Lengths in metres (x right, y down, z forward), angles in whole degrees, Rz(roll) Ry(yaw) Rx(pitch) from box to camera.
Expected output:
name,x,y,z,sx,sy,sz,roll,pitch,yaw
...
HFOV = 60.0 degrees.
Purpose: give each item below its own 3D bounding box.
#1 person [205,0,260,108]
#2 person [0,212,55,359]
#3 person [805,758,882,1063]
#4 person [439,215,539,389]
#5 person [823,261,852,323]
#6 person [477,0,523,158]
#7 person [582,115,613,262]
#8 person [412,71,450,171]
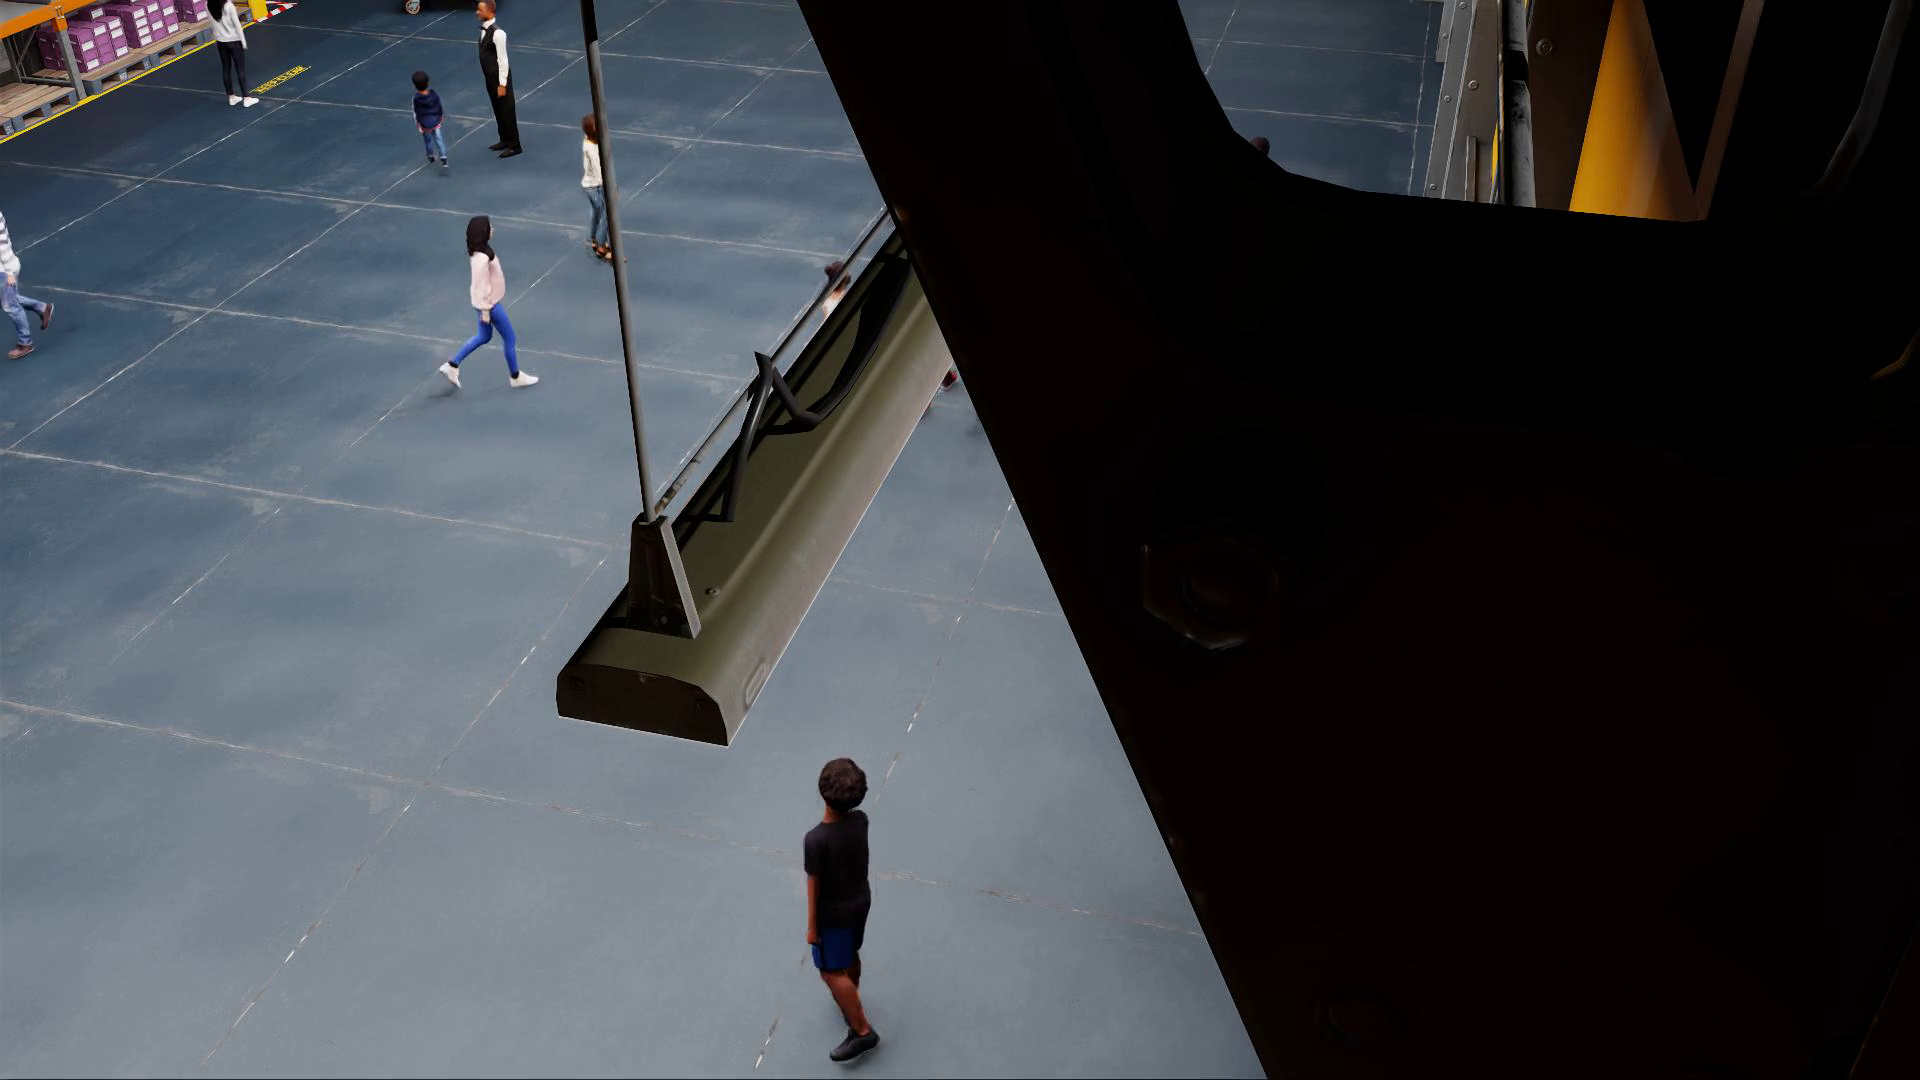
name,x,y,z,sx,sy,sz,roll,pitch,yaw
person,-9.789,-6.666,22.244,0.605,1.700,0.539,8,34,11
person,-9.229,-2.692,16.147,0.822,1.829,0.990,21,39,28
person,-0.639,2.030,9.105,0.984,1.762,0.920,19,38,26
person,-4.472,-2.155,15.422,1.086,1.737,1.156,-10,35,-14
person,-1.071,-1.710,14.887,0.764,1.590,0.964,22,39,29
person,-5.741,-5.755,20.675,0.809,1.919,0.776,-22,39,-29
person,-3.946,-3.820,18.008,0.812,1.648,0.662,-15,36,-21
person,-6.471,-5.115,20.355,0.834,1.208,0.904,-16,37,-23
